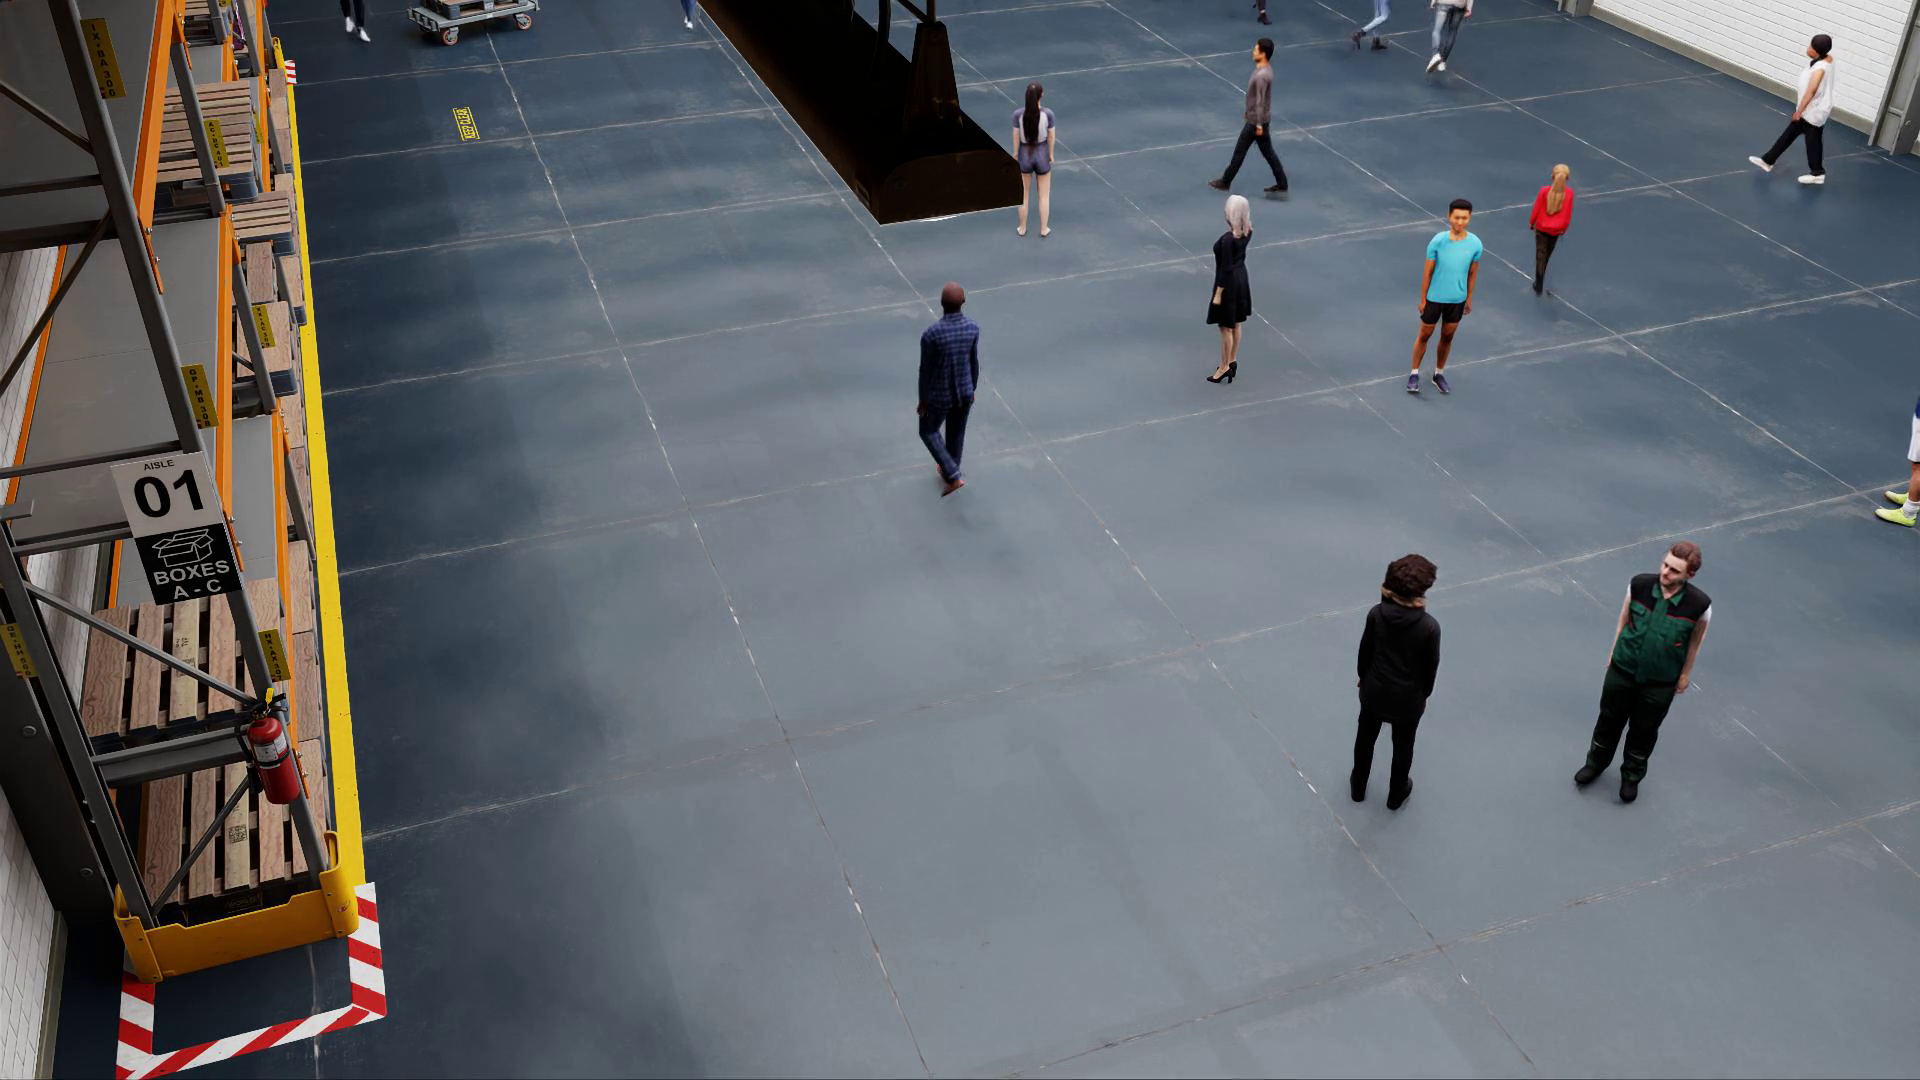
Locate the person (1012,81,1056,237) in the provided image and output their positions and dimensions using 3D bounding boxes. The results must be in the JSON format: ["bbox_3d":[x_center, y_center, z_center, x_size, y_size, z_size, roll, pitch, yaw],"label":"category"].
[{"bbox_3d":[0.775,-3.970,17.353,0.667,1.650,0.658,3,34,4],"label":"person"}]

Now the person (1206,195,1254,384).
[{"bbox_3d":[2.365,-2.204,14.610,0.738,1.746,0.702,21,39,28],"label":"person"}]

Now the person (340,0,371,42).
[{"bbox_3d":[-8.553,-7.905,23.157,0.762,1.780,1.174,-13,36,-18],"label":"person"}]

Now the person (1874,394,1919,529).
[{"bbox_3d":[7.441,-0.968,12.669,0.723,1.837,0.715,23,40,30],"label":"person"}]

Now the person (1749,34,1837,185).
[{"bbox_3d":[9.576,-4.781,18.580,1.173,1.643,1.054,19,38,27],"label":"person"}]

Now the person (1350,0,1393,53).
[{"bbox_3d":[5.643,-7.456,22.541,0.677,1.713,0.802,-10,35,-15],"label":"person"}]

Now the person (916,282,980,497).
[{"bbox_3d":[-0.057,-1.127,12.934,0.740,1.807,0.873,-17,37,-23],"label":"person"}]

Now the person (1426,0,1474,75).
[{"bbox_3d":[6.434,-6.975,21.727,1.106,1.814,1.269,5,34,8],"label":"person"}]

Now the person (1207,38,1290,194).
[{"bbox_3d":[3.347,-4.574,18.198,1.160,1.722,1.178,20,38,27],"label":"person"}]

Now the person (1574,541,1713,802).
[{"bbox_3d":[4.153,0.767,10.054,0.705,1.841,0.795,21,39,28],"label":"person"}]

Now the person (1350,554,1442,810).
[{"bbox_3d":[2.603,0.870,9.957,0.719,1.778,0.783,15,36,21],"label":"person"}]

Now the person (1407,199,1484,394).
[{"bbox_3d":[4.212,-2.119,14.455,0.684,1.776,0.663,2,34,3],"label":"person"}]

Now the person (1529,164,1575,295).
[{"bbox_3d":[5.779,-3.031,16.302,0.772,1.249,0.952,4,34,7],"label":"person"}]
